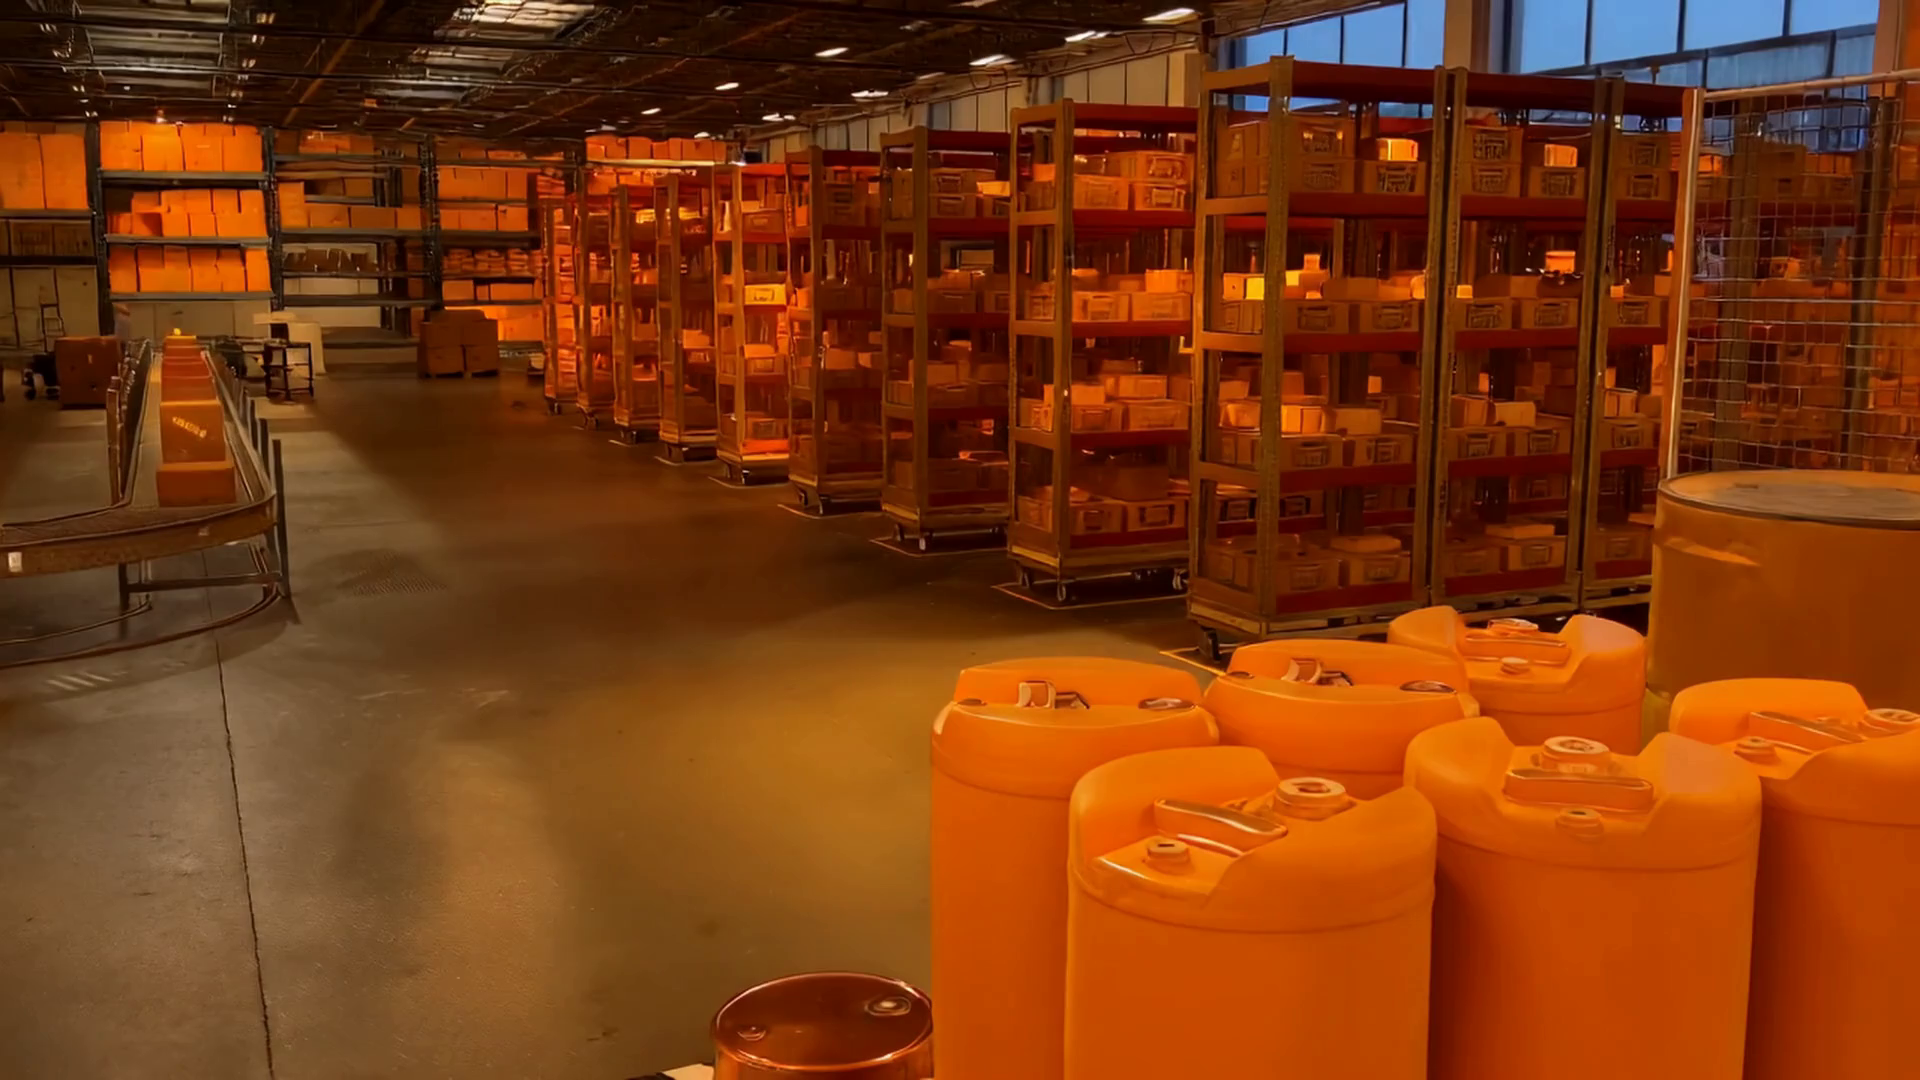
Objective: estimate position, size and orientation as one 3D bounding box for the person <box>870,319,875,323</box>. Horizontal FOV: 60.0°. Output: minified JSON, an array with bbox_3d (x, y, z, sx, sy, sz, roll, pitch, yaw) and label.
[{"bbox_3d":[-2.420,-6.023,46.461,0.647,1.899,0.991,2,9,13],"label":"person"}]

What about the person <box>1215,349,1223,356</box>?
[{"bbox_3d":[3.916,-2.361,24.086,0.576,1.794,0.958,-4,10,-22],"label":"person"}]

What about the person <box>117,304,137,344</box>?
[{"bbox_3d":[-18.100,-4.266,36.159,0.545,1.715,0.930,9,13,43],"label":"person"}]

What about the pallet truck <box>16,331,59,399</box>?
[{"bbox_3d":[-17.082,-3.353,31.781,1.630,1.274,0.653,-4,10,-25],"label":"pallet truck"}]

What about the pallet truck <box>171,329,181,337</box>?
[{"bbox_3d":[-17.275,-3.851,35.096,1.601,1.201,0.680,0,9,1],"label":"pallet truck"}]
